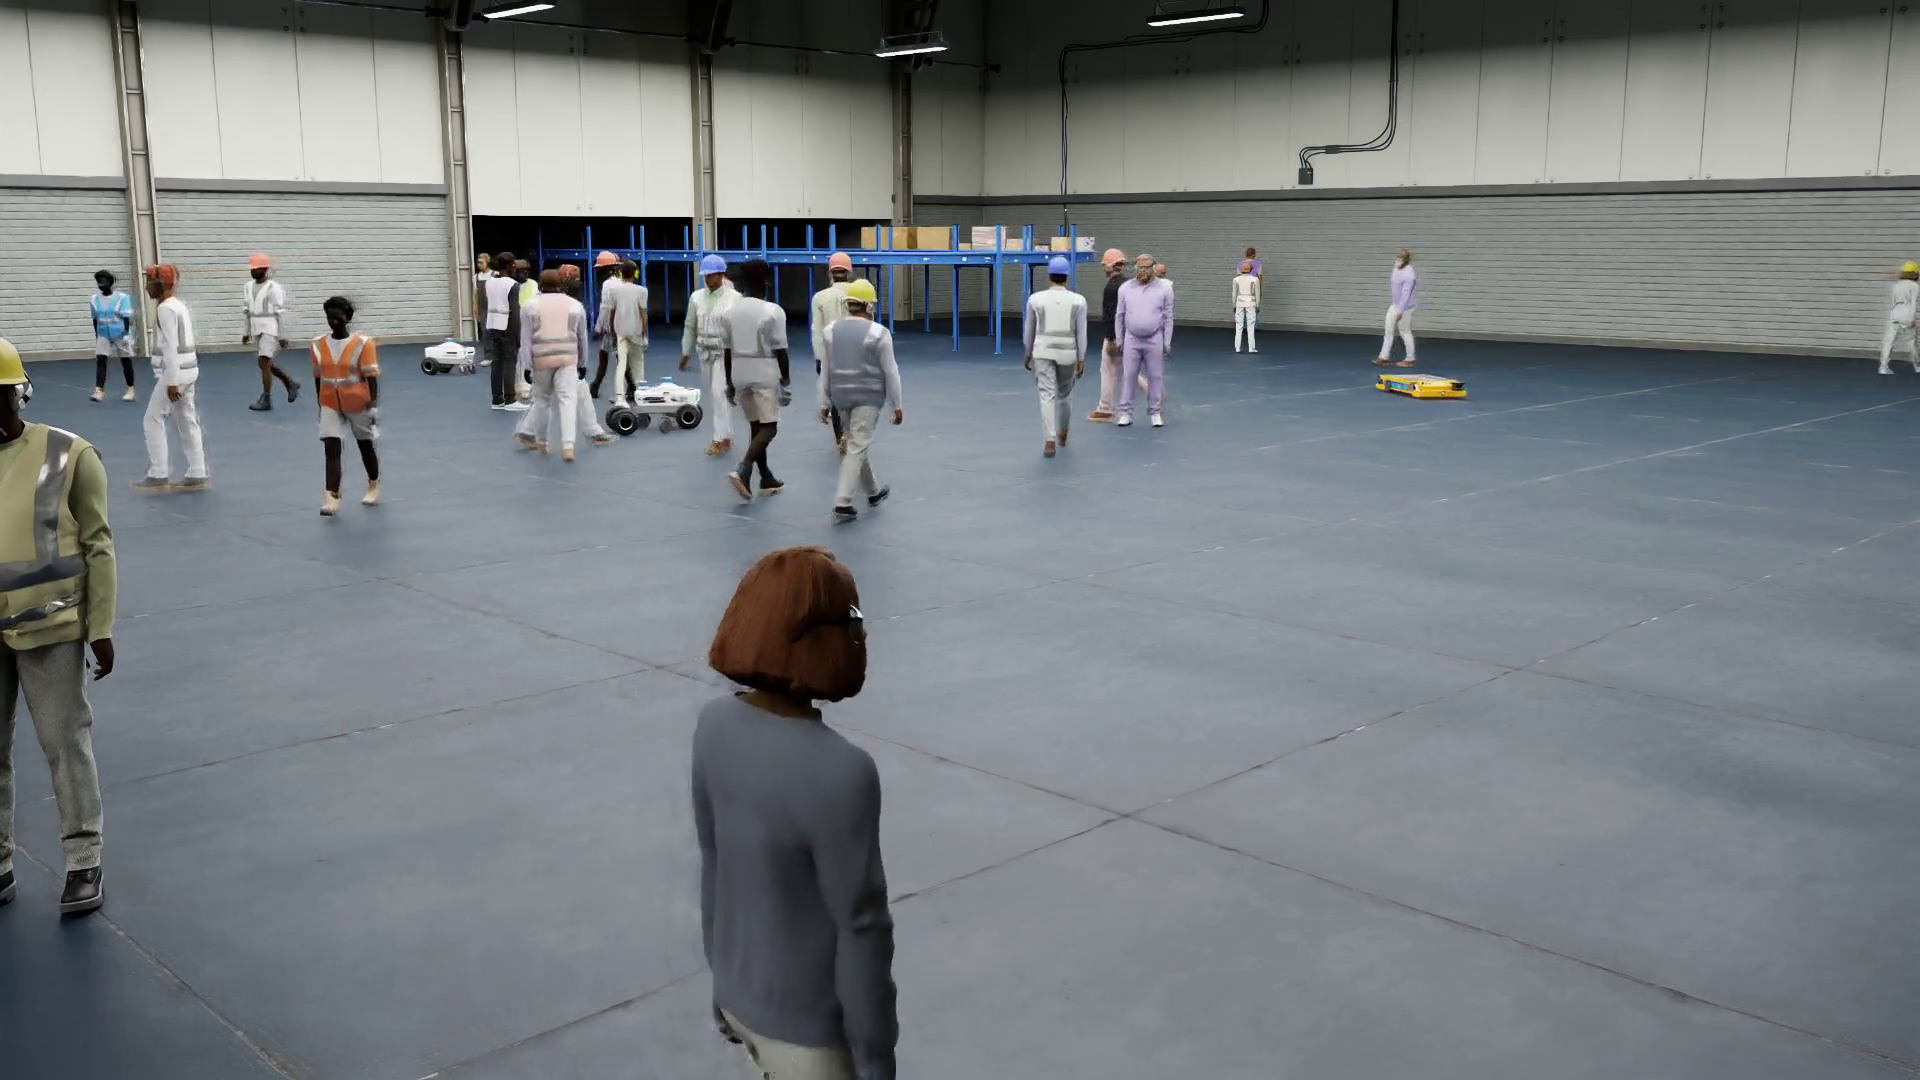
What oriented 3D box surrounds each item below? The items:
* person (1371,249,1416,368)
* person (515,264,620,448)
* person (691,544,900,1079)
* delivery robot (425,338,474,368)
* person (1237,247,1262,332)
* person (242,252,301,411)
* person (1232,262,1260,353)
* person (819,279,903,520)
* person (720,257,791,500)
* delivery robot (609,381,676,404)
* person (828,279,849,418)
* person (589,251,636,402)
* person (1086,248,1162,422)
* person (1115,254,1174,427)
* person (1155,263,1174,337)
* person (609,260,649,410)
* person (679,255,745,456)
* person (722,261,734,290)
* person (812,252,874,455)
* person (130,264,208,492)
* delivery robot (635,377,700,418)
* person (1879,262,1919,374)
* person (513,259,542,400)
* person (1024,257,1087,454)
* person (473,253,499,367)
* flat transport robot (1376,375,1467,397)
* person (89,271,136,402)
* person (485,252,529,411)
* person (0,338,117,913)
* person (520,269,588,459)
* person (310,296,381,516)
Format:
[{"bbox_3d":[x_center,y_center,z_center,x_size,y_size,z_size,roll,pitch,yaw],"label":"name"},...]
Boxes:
[{"bbox_3d":[6.999,-3.699,26.624,0.841,1.881,0.706,-3,11,-15],"label":"person"},{"bbox_3d":[-3.993,-1.832,16.626,0.996,1.835,0.573,-1,10,-8],"label":"person"},{"bbox_3d":[-0.320,0.804,2.806,0.684,1.610,0.510,-8,13,-36],"label":"person"},{"bbox_3d":[-7.819,-2.851,25.491,0.707,0.478,0.477,2,11,12],"label":"delivery robot"},{"bbox_3d":[6.371,-5.516,36.656,0.564,1.839,0.396,5,12,26],"label":"person"},{"bbox_3d":[-8.462,-2.572,20.423,0.554,1.912,0.813,5,12,27],"label":"person"},{"bbox_3d":[5.148,-4.184,29.941,0.514,1.640,0.309,5,12,26],"label":"person"},{"bbox_3d":[-0.725,-1.070,12.570,0.609,1.779,0.946,5,12,26],"label":"person"},{"bbox_3d":[-1.658,-1.298,13.387,0.615,1.940,0.873,6,12,29],"label":"person"},{"bbox_3d":[-3.437,-1.606,17.991,0.698,0.223,0.335,-4,11,-21],"label":"delivery robot"},{"bbox_3d":[-1.376,-2.246,19.362,0.514,1.642,0.314,-7,12,-33],"label":"person"},{"bbox_3d":[-4.546,-2.704,21.164,0.940,1.895,0.552,0,10,0],"label":"person"},{"bbox_3d":[1.860,-2.325,18.923,0.801,1.967,0.636,6,12,31],"label":"person"},{"bbox_3d":[2.040,-2.217,18.490,0.650,1.904,0.404,2,11,11],"label":"person"},{"bbox_3d":[3.411,-3.936,28.604,0.544,1.625,0.382,2,11,11],"label":"person"},{"bbox_3d":[-4.061,-2.515,20.403,0.531,1.815,1.027,1,10,4],"label":"person"},{"bbox_3d":[-2.403,-1.773,16.035,0.627,1.917,0.824,5,12,27],"label":"person"},{"bbox_3d":[-3.574,-3.385,25.291,0.534,1.755,0.528,6,12,29],"label":"person"},{"bbox_3d":[-1.139,-1.824,16.231,0.608,1.958,0.979,1,10,3],"label":"person"},{"bbox_3d":[-6.603,-1.321,13.695,0.704,1.867,0.619,-2,11,-12],"label":"person"},{"bbox_3d":[-3.247,-1.564,18.474,0.707,0.478,0.477,-1,11,-6],"label":"delivery robot"},{"bbox_3d":[14.462,-3.384,25.393,0.887,1.691,0.510,-4,11,-19],"label":"person"},{"bbox_3d":[-5.773,-2.781,21.831,0.634,1.813,0.848,-3,11,-15],"label":"person"},{"bbox_3d":[0.934,-1.815,16.326,0.602,1.894,1.003,0,10,-2],"label":"person"},{"bbox_3d":[-7.651,-3.728,26.936,0.534,1.827,0.420,3,11,18],"label":"person"},{"bbox_3d":[6.173,-2.079,22.309,0.652,0.197,1.431,-2,10,-9],"label":"flat transport robot"},{"bbox_3d":[-10.750,-2.564,21.043,0.547,1.655,0.818,-1,10,-4],"label":"person"},{"bbox_3d":[-5.537,-2.538,20.226,0.585,1.912,0.375,8,13,38],"label":"person"},{"bbox_3d":[-2.934,0.267,5.140,0.599,1.830,0.404,-2,11,-10],"label":"person"},{"bbox_3d":[-3.877,-1.688,15.930,0.648,1.786,0.973,-4,11,-20],"label":"person"},{"bbox_3d":[-4.688,-1.037,12.735,0.539,1.651,0.902,0,10,0],"label":"person"}]
